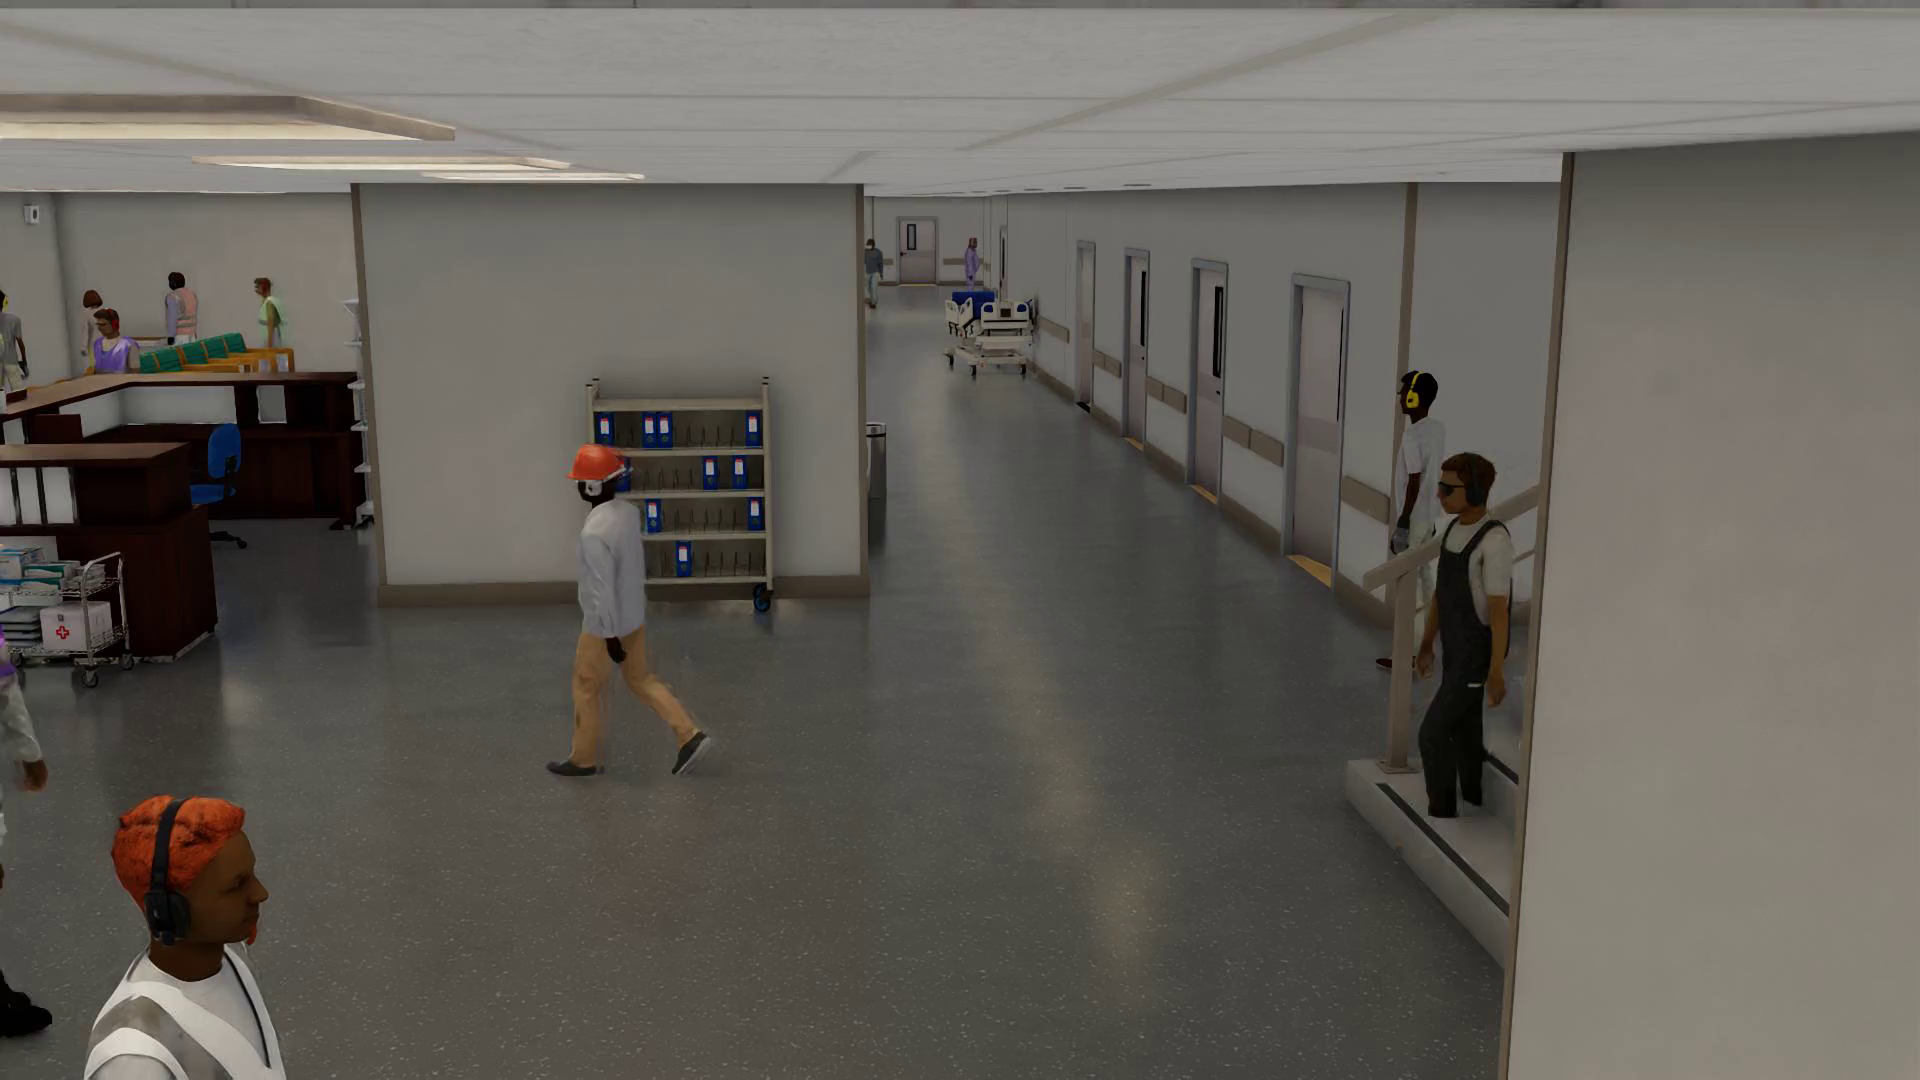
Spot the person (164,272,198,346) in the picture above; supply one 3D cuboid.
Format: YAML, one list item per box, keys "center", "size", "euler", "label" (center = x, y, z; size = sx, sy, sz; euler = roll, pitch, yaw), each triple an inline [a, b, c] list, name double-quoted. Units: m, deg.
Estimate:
- center: [-11.732, -3.115, 25.075]
  size: [0.429, 1.841, 0.633]
  euler: [2, 12, 9]
  label: "person"

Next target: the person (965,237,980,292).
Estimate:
- center: [0.337, -7.285, 45.330]
  size: [0.398, 1.900, 0.634]
  euler: [1, 12, 5]
  label: "person"

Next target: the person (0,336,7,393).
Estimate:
- center: [-10.406, -1.556, 17.551]
  size: [0.691, 1.806, 0.699]
  euler: [4, 12, 20]
  label: "person"

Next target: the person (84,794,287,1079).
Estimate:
- center: [-1.357, 1.369, 3.058]
  size: [0.355, 1.883, 0.575]
  euler: [-3, 12, -13]
  label: "person"

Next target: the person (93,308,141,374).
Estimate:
- center: [-8.491, -1.423, 16.814]
  size: [0.563, 1.837, 0.389]
  euler: [5, 13, 22]
  label: "person"

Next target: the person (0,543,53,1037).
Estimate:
- center: [-3.398, 0.781, 5.820]
  size: [0.602, 1.922, 0.580]
  euler: [1, 12, 3]
  label: "person"

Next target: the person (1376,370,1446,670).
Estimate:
- center: [2.828, -0.119, 10.363]
  size: [0.311, 1.869, 0.532]
  euler: [8, 14, 35]
  label: "person"

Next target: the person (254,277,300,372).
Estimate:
- center: [-9.990, -2.943, 24.352]
  size: [0.876, 1.806, 0.589]
  euler: [-7, 13, -29]
  label: "person"

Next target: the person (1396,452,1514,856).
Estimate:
- center: [2.144, 0.518, 7.355]
  size: [0.643, 1.822, 0.535]
  euler: [-1, 12, -5]
  label: "person"

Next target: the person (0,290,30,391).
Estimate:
- center: [-11.526, -2.095, 20.033]
  size: [0.537, 1.866, 0.314]
  euler: [-6, 13, -27]
  label: "person"

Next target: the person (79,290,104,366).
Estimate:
- center: [-12.392, -2.772, 23.913]
  size: [0.285, 1.632, 0.498]
  euler: [6, 13, 28]
  label: "person"

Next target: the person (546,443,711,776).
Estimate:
- center: [-1.690, 0.366, 8.361]
  size: [0.782, 1.724, 0.557]
  euler: [3, 12, 15]
  label: "person"

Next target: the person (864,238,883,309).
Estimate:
- center: [-2.350, -7.226, 45.024]
  size: [0.647, 1.906, 0.769]
  euler: [3, 12, 14]
  label: "person"
